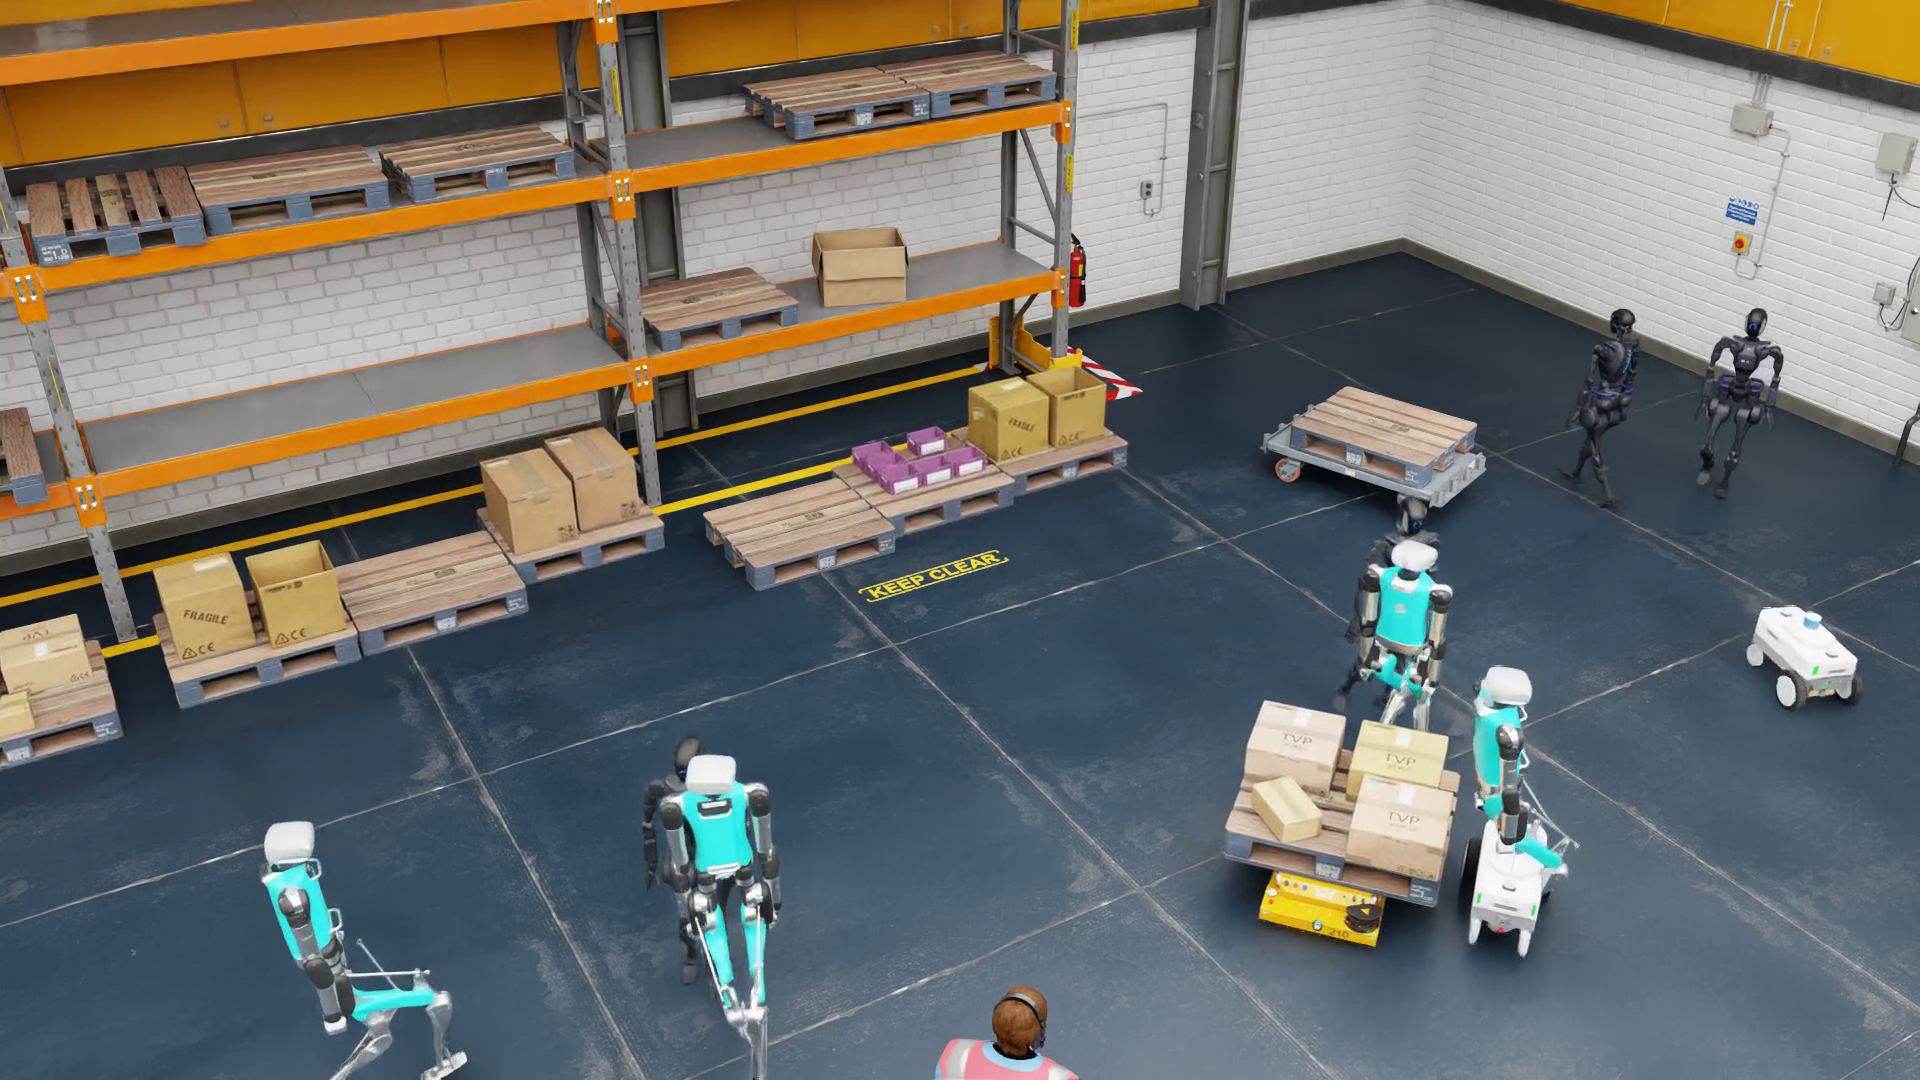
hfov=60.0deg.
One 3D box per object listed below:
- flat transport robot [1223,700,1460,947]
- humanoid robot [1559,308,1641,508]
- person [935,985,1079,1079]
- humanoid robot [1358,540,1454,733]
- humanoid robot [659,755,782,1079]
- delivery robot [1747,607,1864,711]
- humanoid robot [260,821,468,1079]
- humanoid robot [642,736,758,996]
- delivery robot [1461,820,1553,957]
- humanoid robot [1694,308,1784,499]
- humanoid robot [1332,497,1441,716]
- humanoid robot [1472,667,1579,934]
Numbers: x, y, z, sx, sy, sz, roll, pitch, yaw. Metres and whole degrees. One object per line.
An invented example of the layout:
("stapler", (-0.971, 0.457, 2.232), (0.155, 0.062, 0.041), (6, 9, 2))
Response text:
("flat transport robot", (2.233, 1.793, 9.800), (0.659, 0.231, 1.431), (10, 31, 18))
("humanoid robot", (5.251, -1.085, 13.529), (0.612, 1.641, 0.780), (-14, 32, -23))
("person", (0.212, 2.564, 6.854), (0.629, 1.836, 0.431), (10, 31, 17))
("humanoid robot", (2.771, 0.714, 10.219), (0.558, 1.782, 0.783), (18, 34, 28))
("humanoid robot", (-1.113, 1.984, 8.071), (0.556, 1.856, 0.796), (-5, 30, -8))
("delivery robot", (5.736, 0.771, 11.296), (0.499, 0.572, 0.747), (-4, 30, -8))
("humanoid robot", (-2.813, 2.038, 7.941), (1.059, 1.776, 0.553), (-13, 32, -22))
("humanoid robot", (-1.342, 1.658, 8.610), (0.611, 1.639, 0.366), (0, 29, 0))
("delivery robot", (3.076, 1.896, 9.320), (0.499, 0.587, 0.788), (10, 31, 18))
("humanoid robot", (6.324, -1.117, 13.511), (0.602, 1.656, 0.367), (15, 33, 25))
("humanoid robot", (2.773, 0.422, 10.804), (0.608, 1.649, 0.448), (-9, 31, -15))
("humanoid robot", (3.049, 1.461, 8.942), (0.783, 1.806, 0.556), (-1, 29, -1))
